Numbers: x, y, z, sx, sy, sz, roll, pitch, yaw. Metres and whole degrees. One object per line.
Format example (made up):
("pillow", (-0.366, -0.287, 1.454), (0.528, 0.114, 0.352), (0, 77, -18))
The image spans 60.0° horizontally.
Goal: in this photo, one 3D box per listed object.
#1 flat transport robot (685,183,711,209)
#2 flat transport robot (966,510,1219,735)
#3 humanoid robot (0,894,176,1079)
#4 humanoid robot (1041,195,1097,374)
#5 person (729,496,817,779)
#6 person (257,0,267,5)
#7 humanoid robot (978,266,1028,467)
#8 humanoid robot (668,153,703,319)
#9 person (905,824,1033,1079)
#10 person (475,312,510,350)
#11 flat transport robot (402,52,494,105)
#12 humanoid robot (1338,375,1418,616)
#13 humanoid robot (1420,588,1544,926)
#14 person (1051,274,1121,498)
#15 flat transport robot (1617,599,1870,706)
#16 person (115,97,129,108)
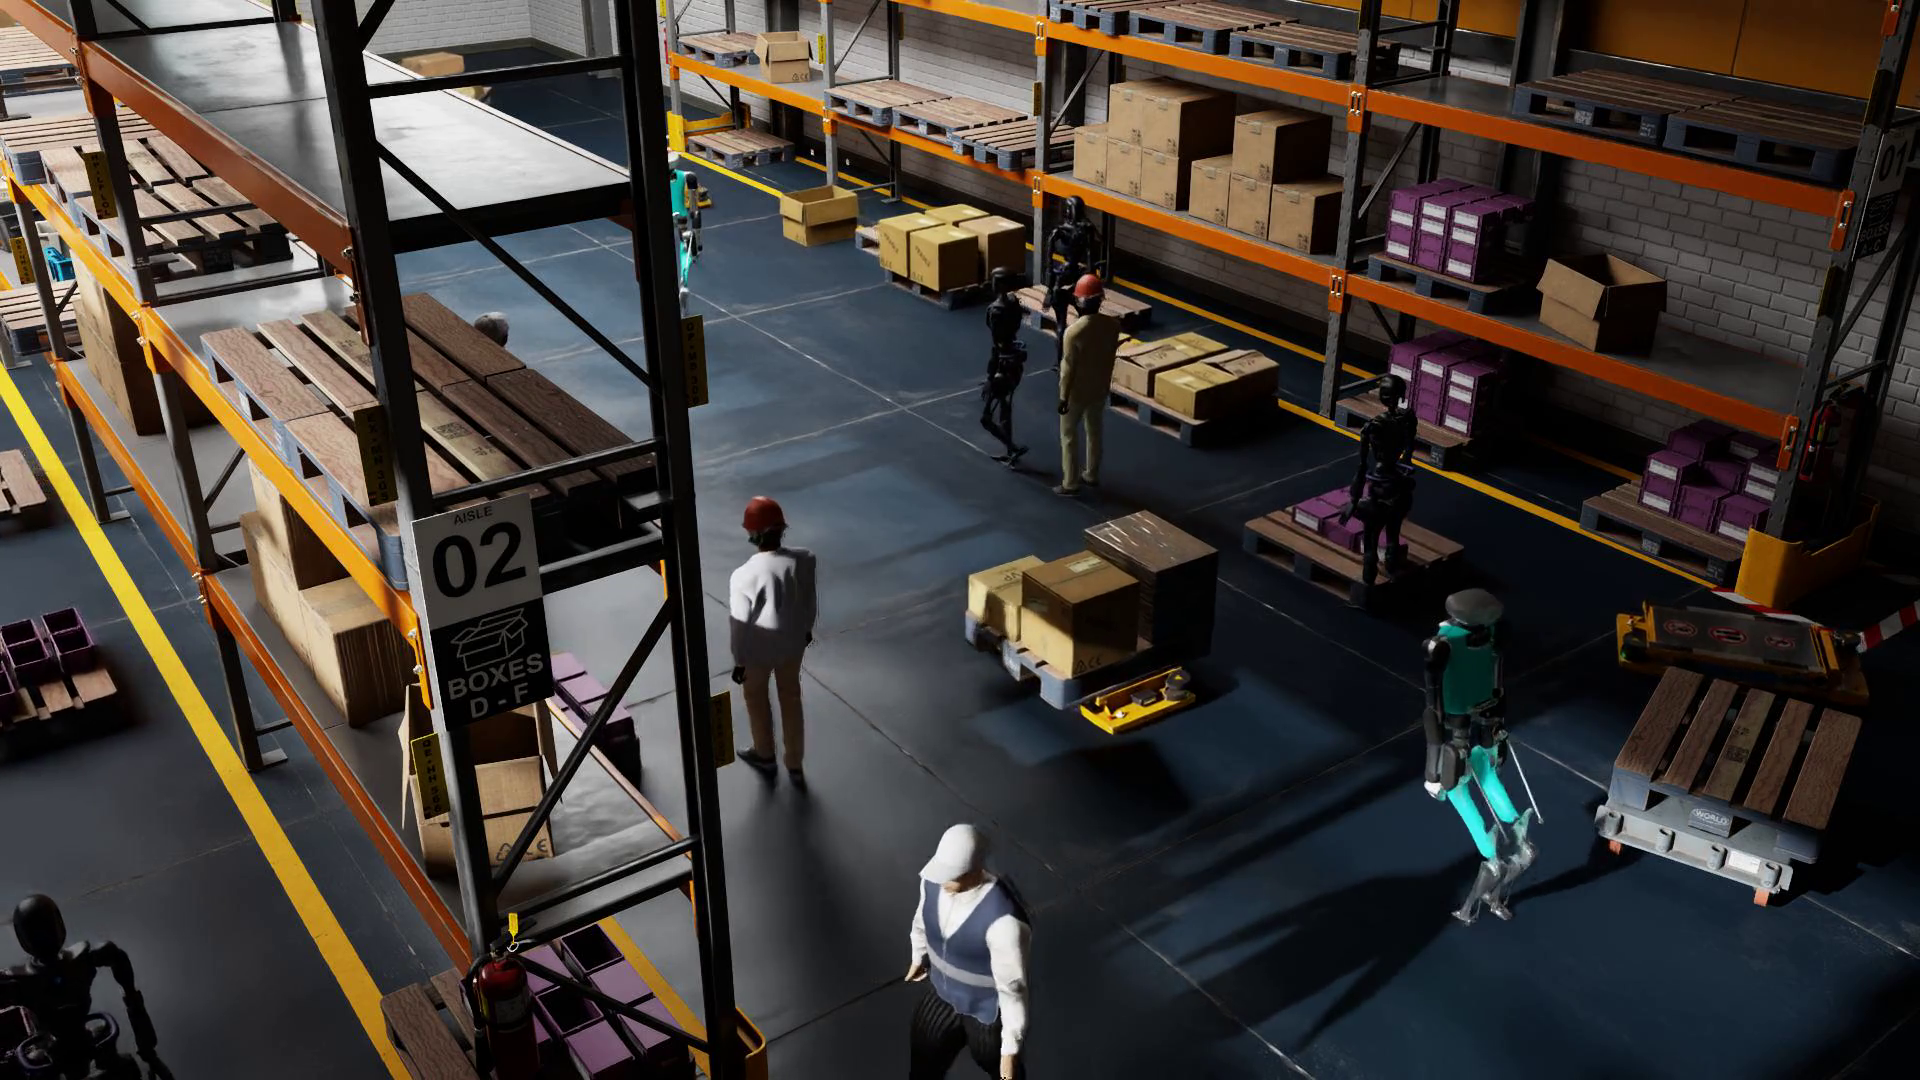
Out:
("flat transport robot", (-3.715, -4.329, 20.599), (0.659, 0.231, 1.431), (-18, 32, -32))
("flat transport robot", (0.773, 0.746, 10.504), (0.659, 0.231, 1.431), (-17, 31, -30))
("humanoid robot", (-3.356, 2.061, 6.353), (0.601, 1.649, 0.603), (-22, 34, -37))
("humanoid robot", (0.993, -2.287, 14.968), (0.609, 1.643, 0.335), (-18, 32, -32))
("person", (-1.068, 0.540, 9.277), (0.598, 1.734, 0.469), (-21, 33, -35))
("person", (-10.776, -7.729, 25.627), (0.475, 1.840, 0.997), (9, 28, 17))
("humanoid robot", (0.390, -1.359, 13.120), (0.387, 1.643, 0.608), (9, 28, 17))
("humanoid robot", (-2.728, -2.747, 15.833), (0.545, 1.771, 0.910), (-1, 27, -3))
("person", (-0.024, 1.889, 6.617), (0.737, 1.719, 0.865), (20, 33, 34))
("person", (-3.155, -0.709, 11.643), (0.509, 1.845, 0.338), (14, 30, 25))
("flat transport robot", (-7.523, -6.187, 24.294), (0.659, 0.231, 1.431), (0, 27, 0))
("humanoid robot", (2.794, -0.307, 11.019), (0.599, 1.653, 0.315), (-18, 32, -32))
("humanoid robot", (2.583, 1.143, 8.083), (0.531, 1.765, 0.787), (-17, 31, -30))
("person", (0.950, -1.167, 12.666), (0.575, 1.744, 0.349), (-20, 33, -35))
("flat transport robot", (4.954, 0.709, 10.578), (1.431, 0.231, 0.659), (8, 28, 16))
("person", (-9.961, -4.884, 19.864), (0.979, 1.915, 0.617), (3, 27, 7))
